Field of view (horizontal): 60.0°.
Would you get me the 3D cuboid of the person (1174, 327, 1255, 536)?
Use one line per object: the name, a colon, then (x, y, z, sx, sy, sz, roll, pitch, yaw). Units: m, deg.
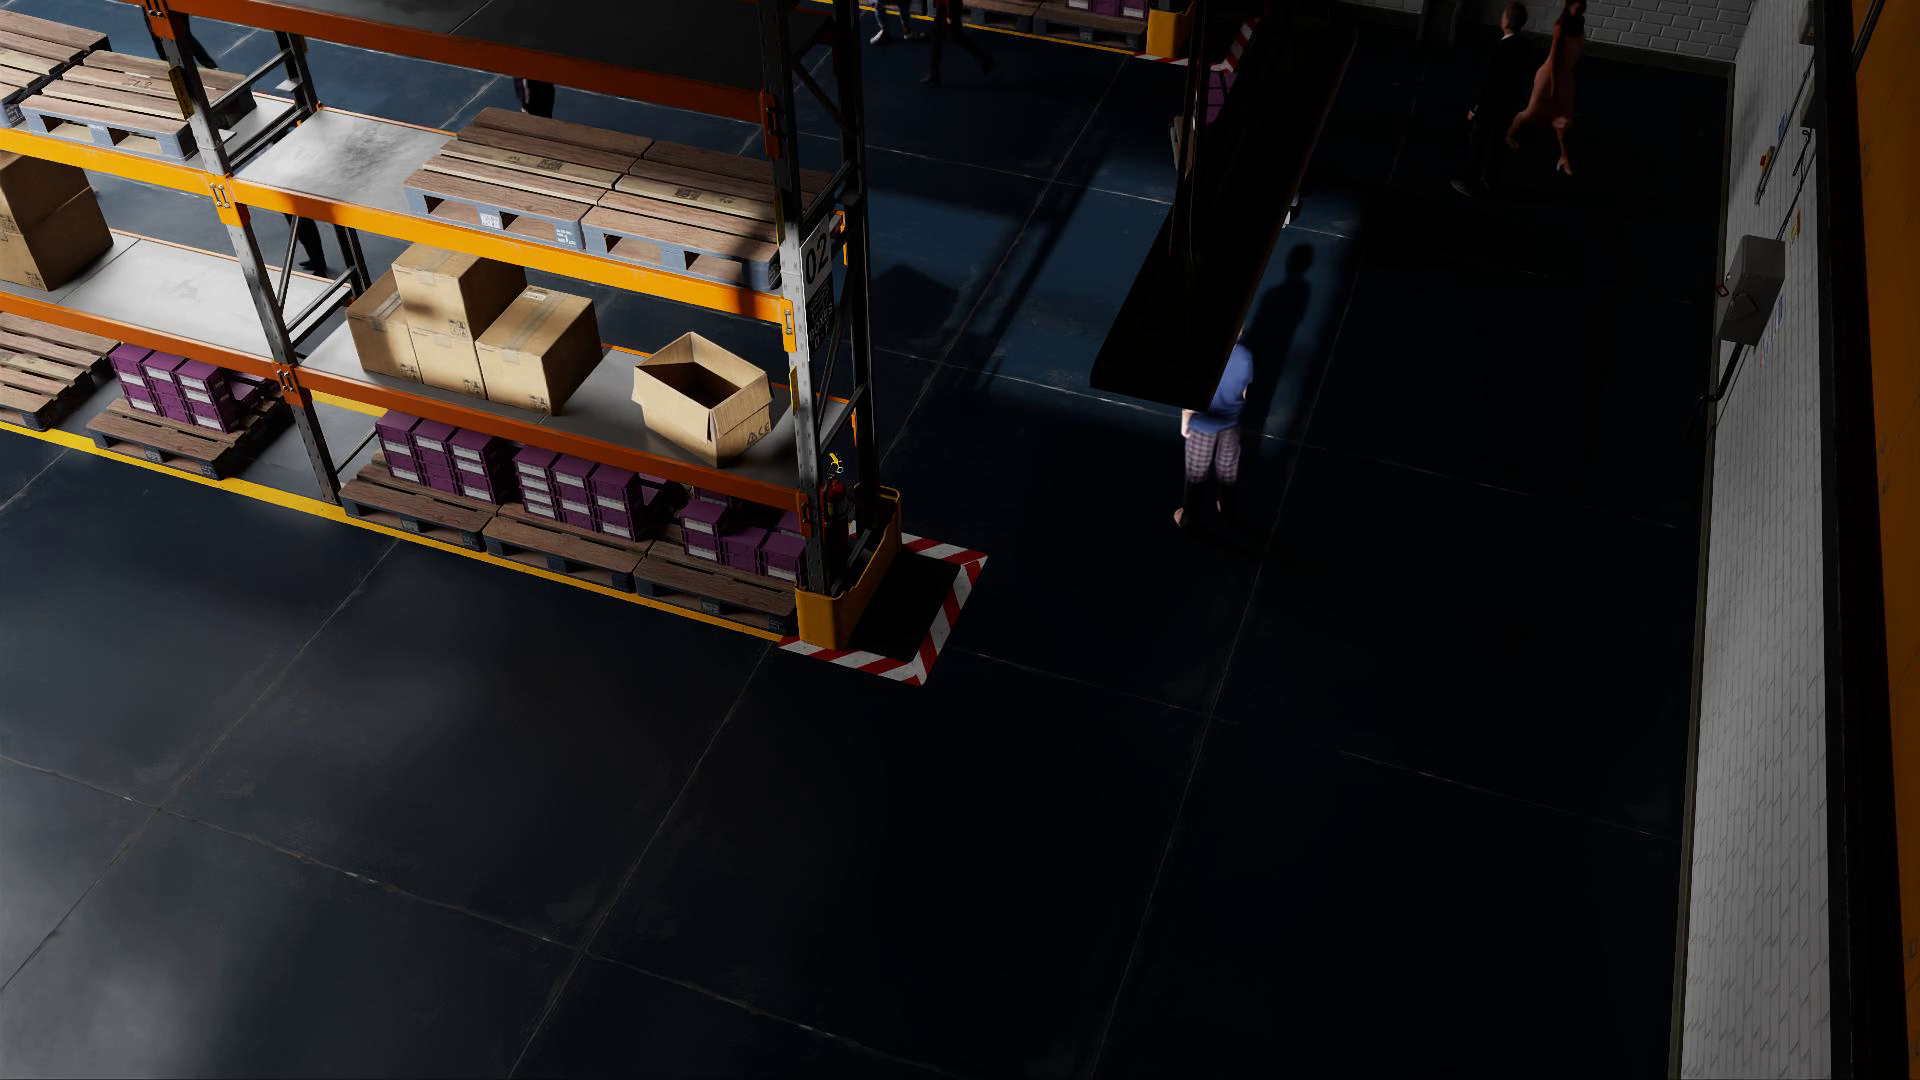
person: (1.809, -0.827, 11.701, 0.706, 1.865, 0.810, -11, 45, -11)

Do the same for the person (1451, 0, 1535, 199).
person: (4.857, -3.974, 15.042, 0.767, 1.813, 0.818, -20, 47, -19)

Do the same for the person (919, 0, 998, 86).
person: (-0.019, -5.276, 16.543, 1.100, 1.628, 0.797, 2, 44, 2)

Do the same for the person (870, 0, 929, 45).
person: (-0.693, -5.910, 17.217, 0.623, 1.617, 0.907, -6, 44, -6)

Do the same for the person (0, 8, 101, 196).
person: (-8.370, -3.922, 14.972, 0.867, 1.834, 0.699, 13, 45, 13)

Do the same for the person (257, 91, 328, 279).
person: (-5.658, -2.970, 14.013, 0.667, 1.779, 0.655, -8, 44, -9)

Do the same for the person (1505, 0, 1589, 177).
person: (5.412, -4.280, 15.385, 1.010, 1.783, 1.170, -28, 50, -26)

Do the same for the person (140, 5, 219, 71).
person: (-7.846, -5.241, 16.536, 1.106, 1.586, 0.777, 23, 48, 23)
